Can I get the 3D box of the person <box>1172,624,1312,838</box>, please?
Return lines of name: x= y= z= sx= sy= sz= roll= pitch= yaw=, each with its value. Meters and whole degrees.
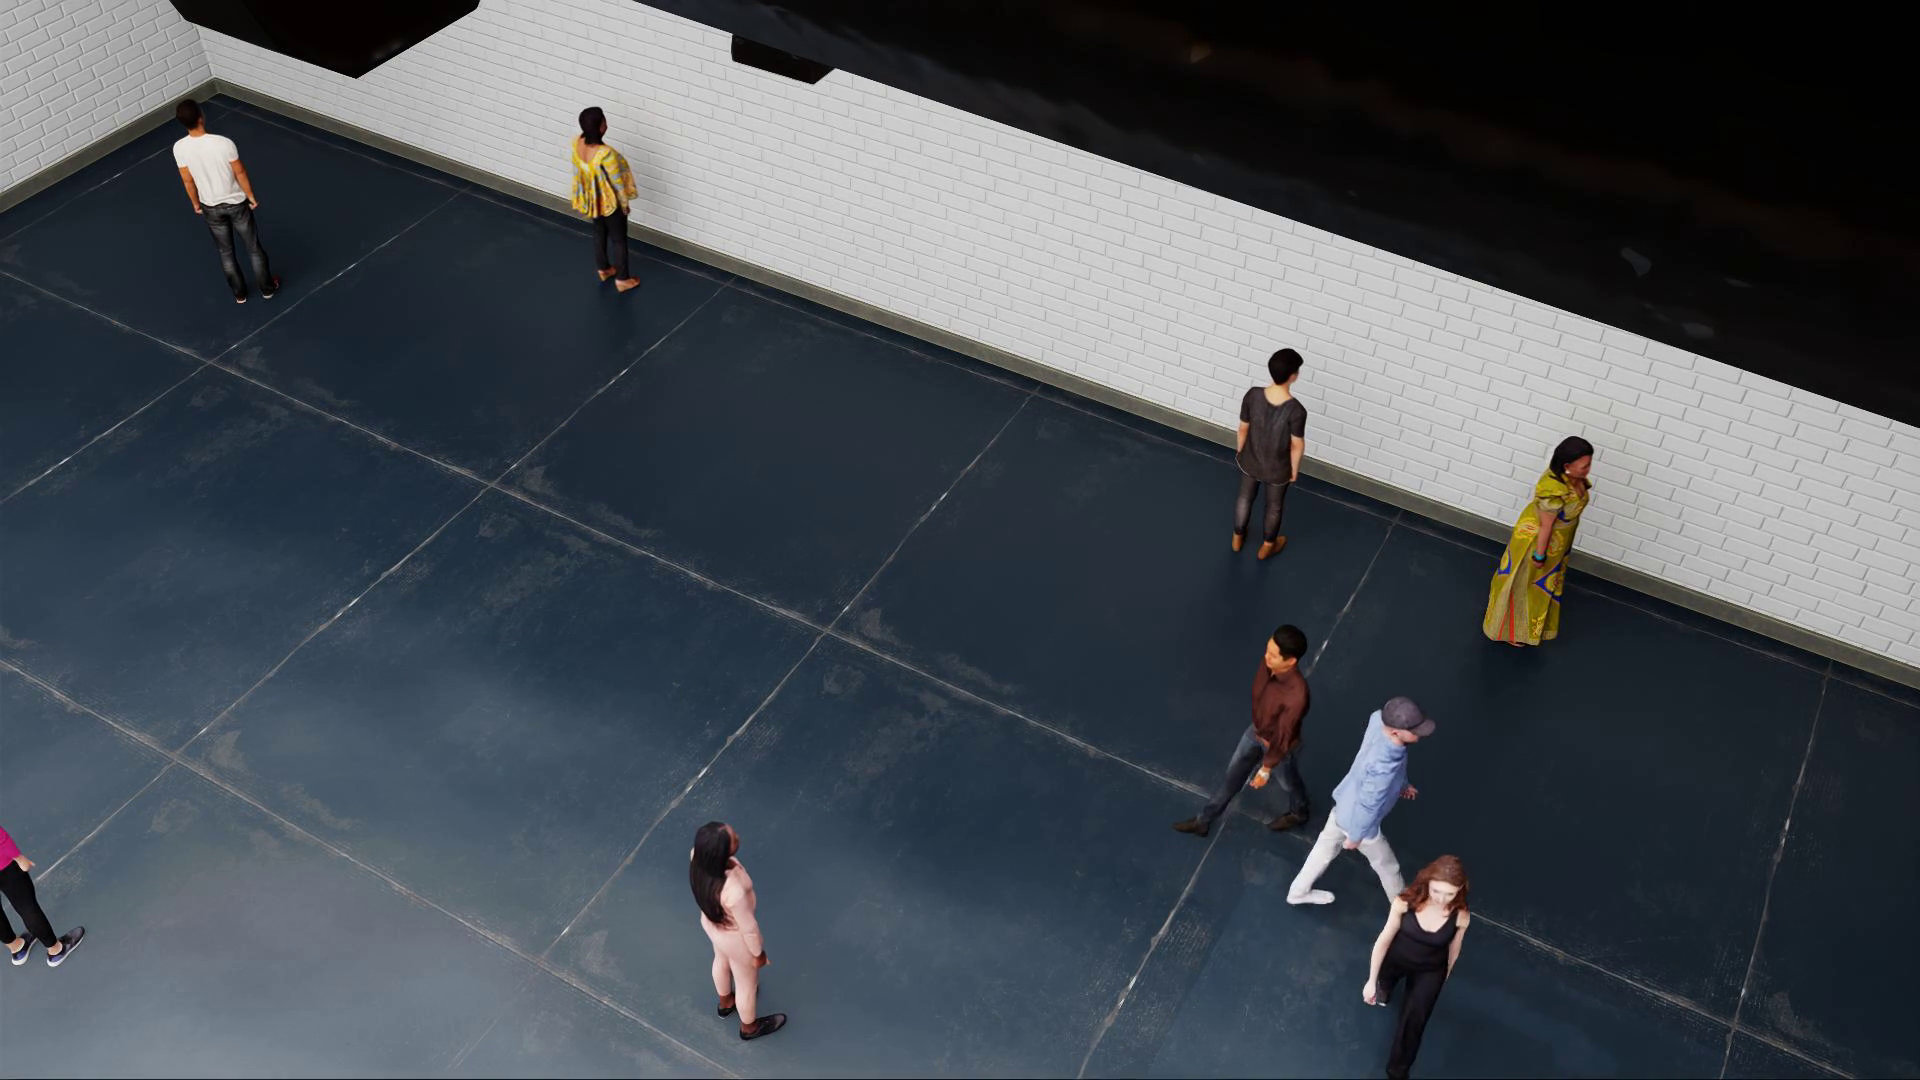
person: x=1.892 y=1.147 z=9.564 sx=1.191 sy=1.730 sz=1.084 roll=-14 pitch=45 yaw=-14

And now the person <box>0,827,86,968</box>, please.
person: x=-5.272 y=1.738 z=8.972 sx=0.665 sy=1.701 sz=0.683 roll=5 pitch=44 yaw=5

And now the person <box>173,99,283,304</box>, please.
person: x=-6.043 y=-2.768 z=13.630 sx=0.708 sy=1.801 sz=0.762 roll=-9 pitch=44 yaw=-10

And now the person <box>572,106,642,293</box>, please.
person: x=-2.955 y=-2.824 z=13.788 sx=0.756 sy=1.652 sz=0.793 roll=30 pitch=51 yaw=28

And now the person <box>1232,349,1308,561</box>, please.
person: x=2.106 y=-0.577 z=11.385 sx=0.618 sy=1.713 sz=0.530 roll=23 pitch=48 yaw=22

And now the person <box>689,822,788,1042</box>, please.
person: x=-1.188 y=2.029 z=8.644 sx=0.667 sy=1.721 sz=0.689 roll=-28 pitch=50 yaw=-26

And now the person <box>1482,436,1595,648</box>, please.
person: x=3.810 y=-0.025 z=10.852 sx=0.895 sy=1.659 sz=0.682 roll=20 pitch=47 yaw=20

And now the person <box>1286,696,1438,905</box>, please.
person: x=2.133 y=1.477 z=9.139 sx=1.030 sy=1.837 sz=1.151 roll=3 pitch=44 yaw=3

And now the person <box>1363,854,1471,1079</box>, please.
person: x=2.326 y=2.094 z=8.586 sx=0.768 sy=1.706 sz=1.195 roll=11 pitch=45 yaw=12
